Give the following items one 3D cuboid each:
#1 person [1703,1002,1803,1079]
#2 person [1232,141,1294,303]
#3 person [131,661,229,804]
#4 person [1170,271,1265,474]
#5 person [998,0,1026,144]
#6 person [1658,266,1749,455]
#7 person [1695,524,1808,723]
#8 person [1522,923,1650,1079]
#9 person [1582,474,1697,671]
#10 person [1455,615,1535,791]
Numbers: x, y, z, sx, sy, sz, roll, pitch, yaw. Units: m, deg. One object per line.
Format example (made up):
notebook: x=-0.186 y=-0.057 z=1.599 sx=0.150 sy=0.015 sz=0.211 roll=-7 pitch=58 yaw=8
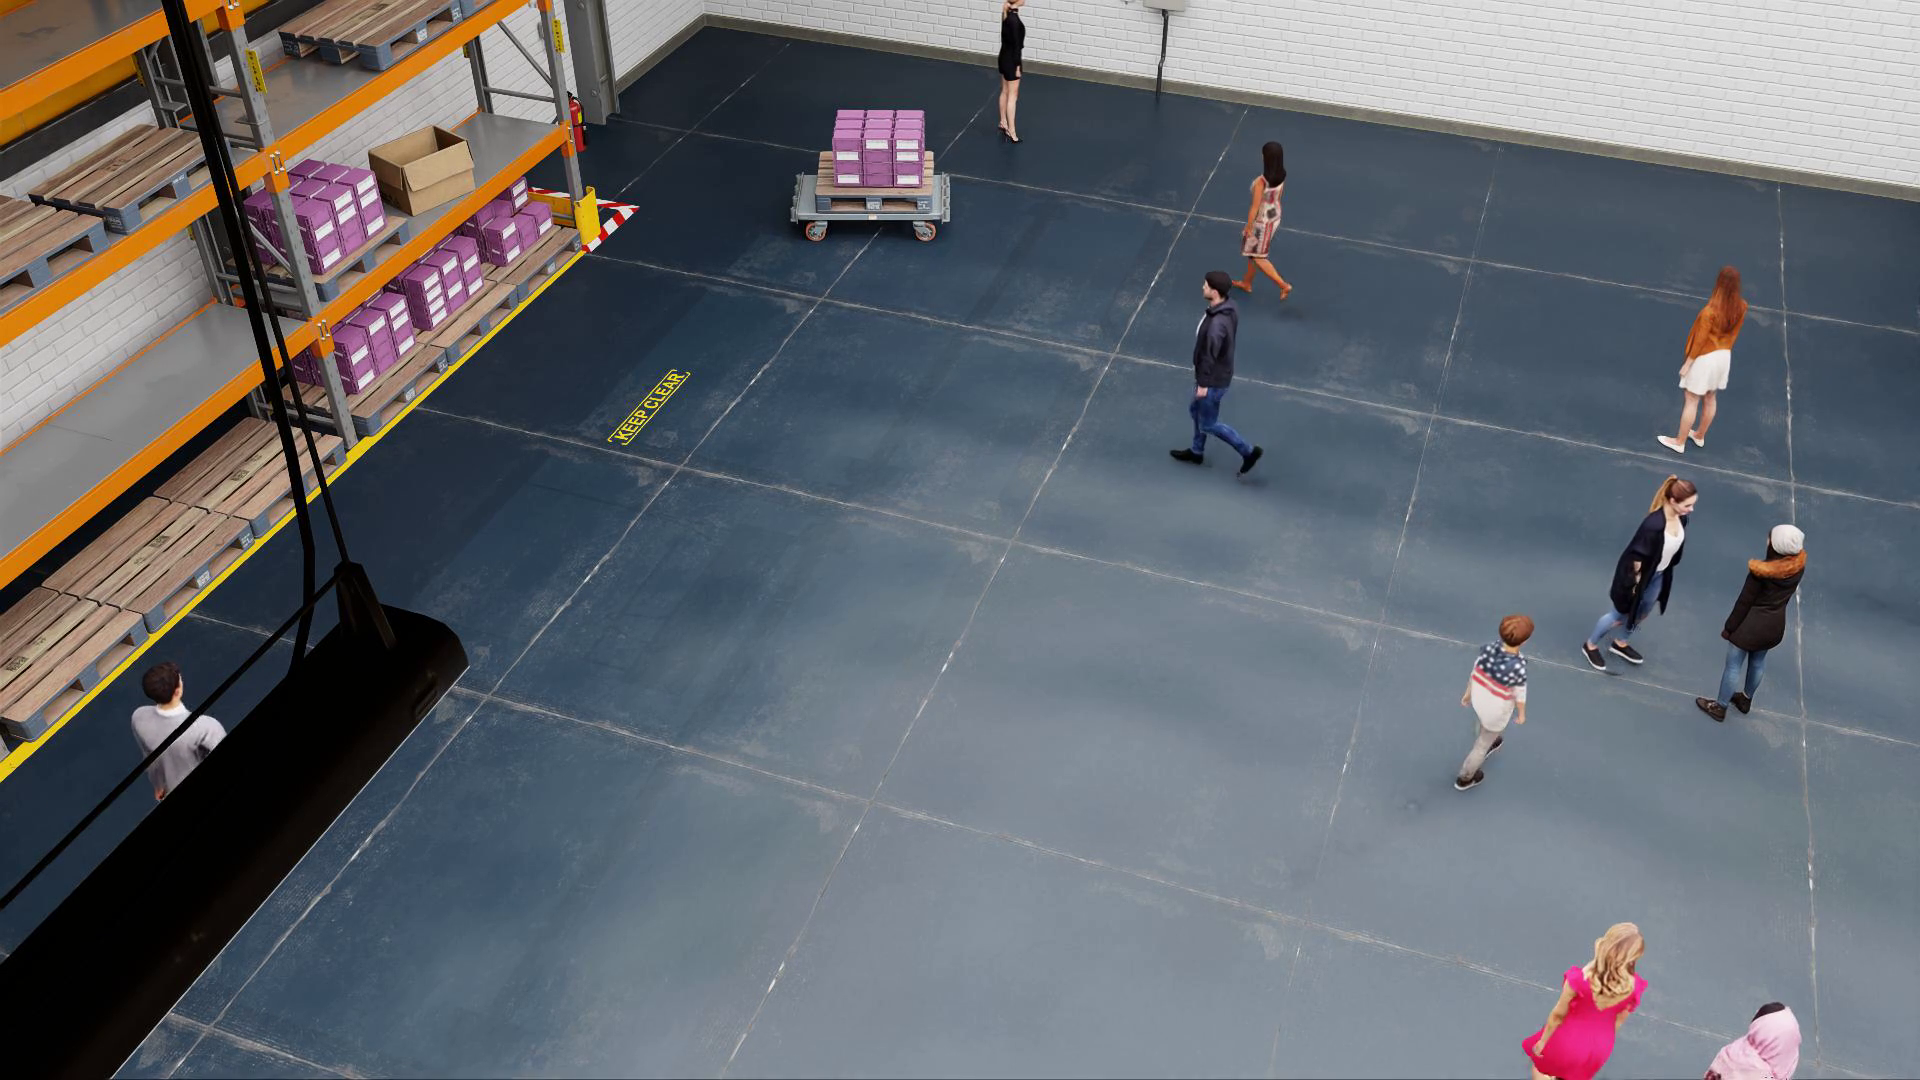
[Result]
person: x=3.973 y=2.909 z=8.510 sx=0.746 sy=1.639 sz=0.819 roll=-19 pitch=42 yaw=-22
person: x=2.974 y=-3.018 z=15.941 sx=0.920 sy=1.627 sz=1.005 roll=30 pitch=48 yaw=32
person: x=-4.601 y=1.569 z=9.976 sx=0.772 sy=1.904 sz=0.919 roll=11 pitch=40 yaw=14
person: x=2.163 y=-1.319 z=13.623 sx=0.746 sy=1.866 sz=0.957 roll=12 pitch=40 yaw=15
person: x=0.585 y=-5.380 z=18.786 sx=0.715 sy=1.767 sz=0.639 roll=-12 pitch=40 yaw=-14
person: x=6.300 y=-1.501 z=13.970 sx=0.716 sy=1.716 sz=0.761 roll=-13 pitch=40 yaw=-15
person: x=5.492 y=0.569 z=11.444 sx=0.721 sy=1.633 sz=0.771 roll=-13 pitch=40 yaw=-16
person: x=3.265 y=2.703 z=8.711 sx=0.761 sy=1.709 sz=0.856 roll=-2 pitch=39 yaw=-2
person: x=4.851 y=0.229 z=11.833 sx=0.725 sy=1.681 sz=0.813 roll=-22 pitch=44 yaw=-26
person: x=3.468 y=1.089 z=10.966 sx=0.884 sy=1.419 sz=0.780 roll=-23 pitch=44 yaw=-26
